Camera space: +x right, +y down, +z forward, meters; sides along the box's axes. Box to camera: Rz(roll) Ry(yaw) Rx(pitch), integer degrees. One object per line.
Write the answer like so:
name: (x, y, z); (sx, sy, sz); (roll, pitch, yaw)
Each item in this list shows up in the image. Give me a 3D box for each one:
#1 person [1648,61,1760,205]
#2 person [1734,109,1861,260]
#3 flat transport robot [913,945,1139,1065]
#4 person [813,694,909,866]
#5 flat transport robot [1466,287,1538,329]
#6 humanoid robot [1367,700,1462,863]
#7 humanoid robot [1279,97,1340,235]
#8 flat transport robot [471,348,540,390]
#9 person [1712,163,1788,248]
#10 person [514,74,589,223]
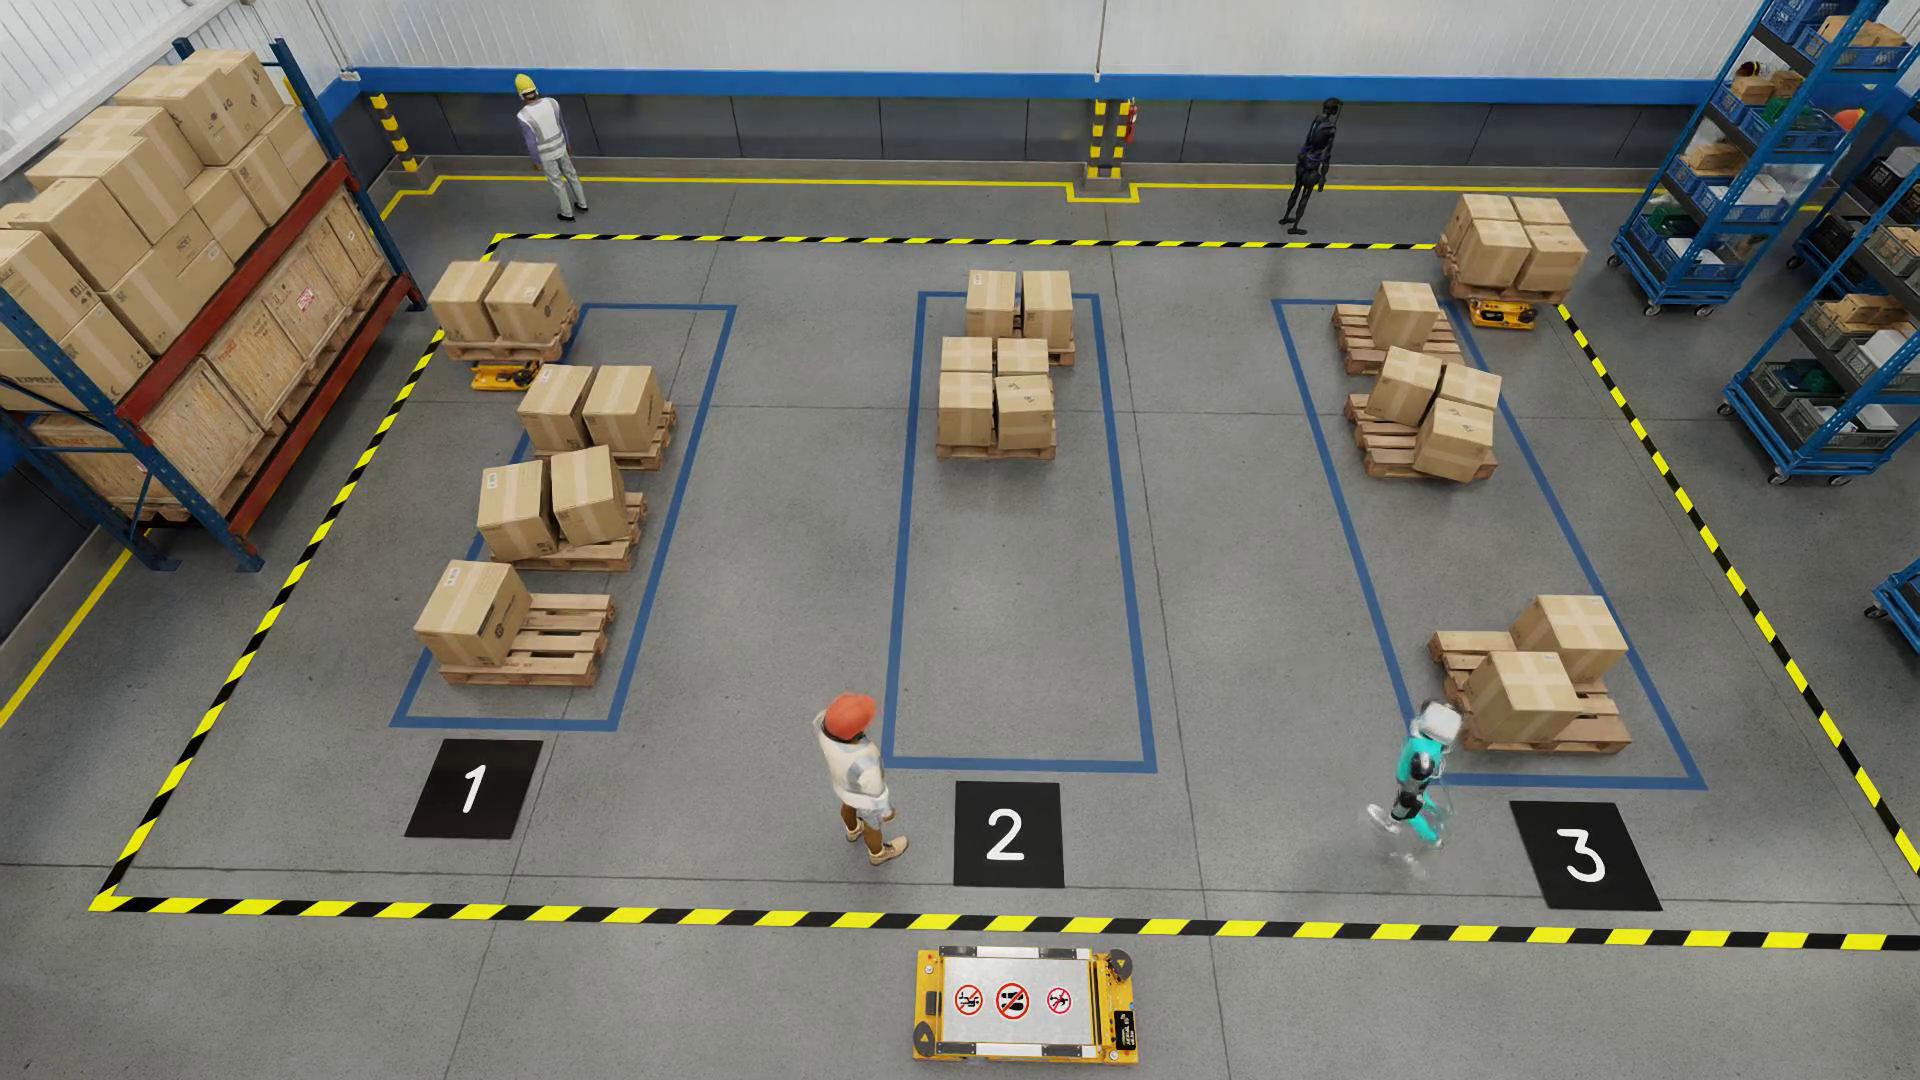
person: (9.451, -5.131, 11.643); (0.433, 1.854, 0.514); (0, 51, 0)
person: (9.543, -4.034, 10.644); (0.655, 2.016, 0.494); (19, 53, 15)
flat transport robot: (0.422, 3.041, 6.007); (1.431, 0.231, 0.659); (1, 51, 1)
person: (-0.648, 1.588, 6.046); (0.365, 2.048, 0.607); (-36, 59, -26)
flat transport robot: (6.362, -3.061, 10.963); (0.652, 0.197, 1.431); (5, 51, 4)
humanoid robot: (3.166, 1.726, 6.143); (0.806, 1.773, 0.536); (20, 54, 16)
humanoid robot: (4.352, -4.634, 11.344); (0.315, 1.659, 0.599); (-8, 51, -6)
flat transport robot: (-4.931, -2.226, 10.282); (0.652, 0.197, 1.431); (1, 51, 1)
person: (9.335, -4.048, 10.833); (0.490, 1.743, 0.295); (-15, 52, -12)
person: (-5.122, -4.859, 11.442); (0.404, 1.824, 0.589); (27, 56, 20)
